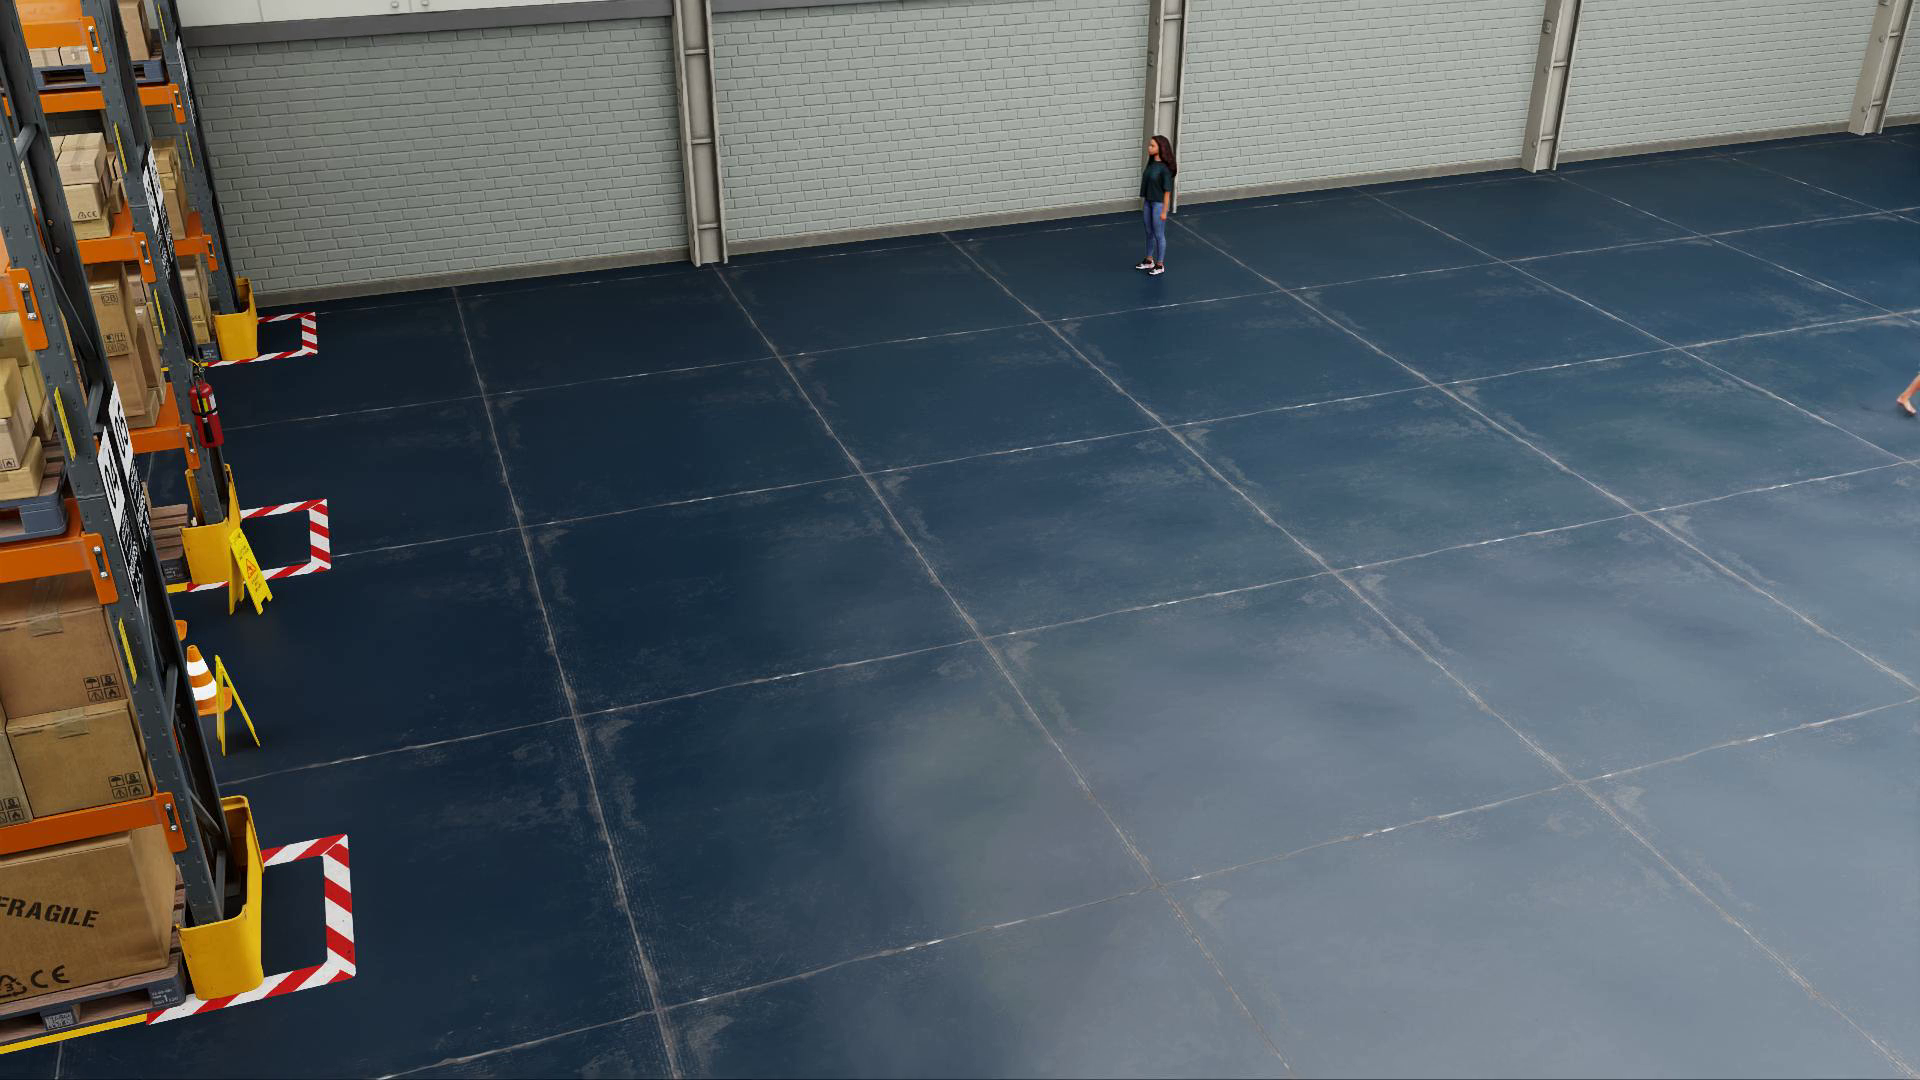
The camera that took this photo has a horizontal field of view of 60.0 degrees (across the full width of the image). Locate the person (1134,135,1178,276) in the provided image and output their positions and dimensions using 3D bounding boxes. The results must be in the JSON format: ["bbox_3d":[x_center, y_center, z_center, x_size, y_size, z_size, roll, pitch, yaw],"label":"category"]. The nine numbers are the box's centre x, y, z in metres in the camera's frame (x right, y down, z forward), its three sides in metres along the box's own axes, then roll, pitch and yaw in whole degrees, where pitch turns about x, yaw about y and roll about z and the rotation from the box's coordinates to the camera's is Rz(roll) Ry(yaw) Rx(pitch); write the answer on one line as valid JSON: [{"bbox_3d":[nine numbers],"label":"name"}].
[{"bbox_3d":[2.294,-3.918,19.398,0.618,1.616,0.623,-14,31,-24],"label":"person"}]
